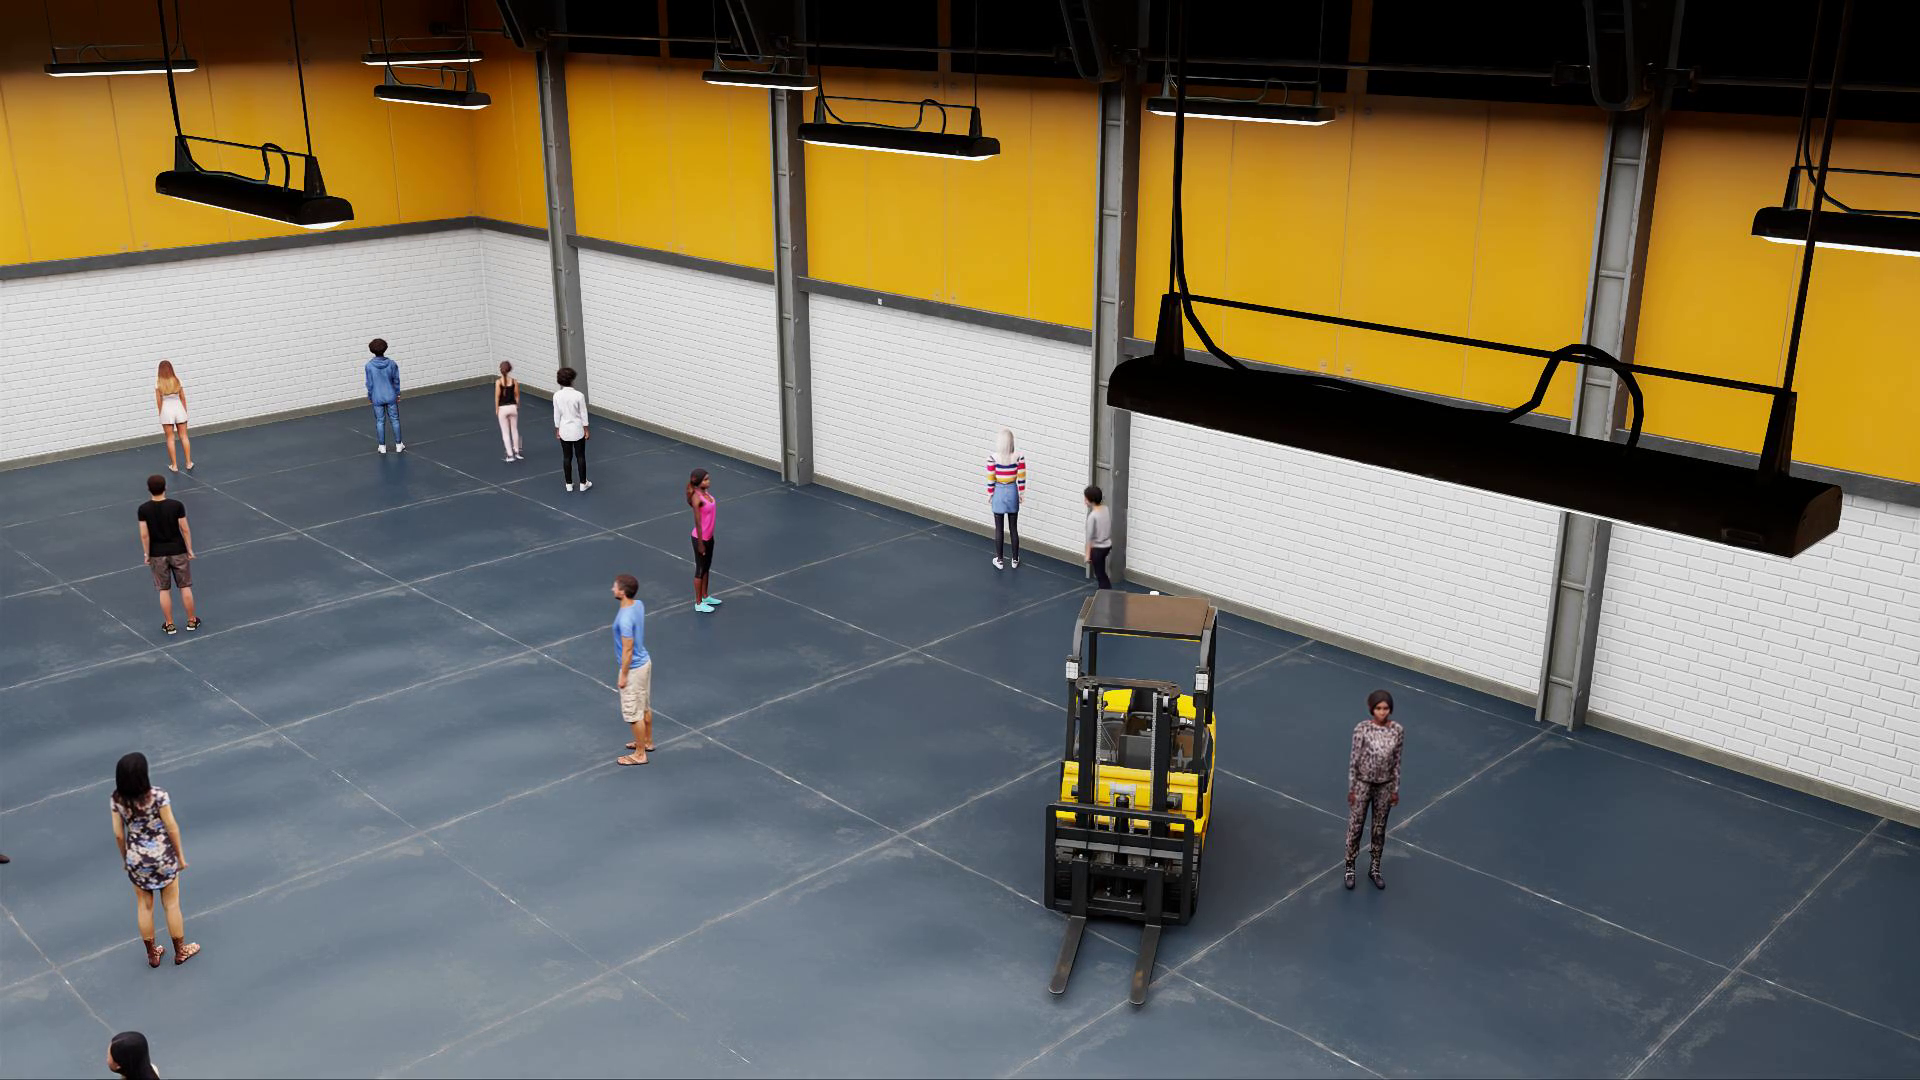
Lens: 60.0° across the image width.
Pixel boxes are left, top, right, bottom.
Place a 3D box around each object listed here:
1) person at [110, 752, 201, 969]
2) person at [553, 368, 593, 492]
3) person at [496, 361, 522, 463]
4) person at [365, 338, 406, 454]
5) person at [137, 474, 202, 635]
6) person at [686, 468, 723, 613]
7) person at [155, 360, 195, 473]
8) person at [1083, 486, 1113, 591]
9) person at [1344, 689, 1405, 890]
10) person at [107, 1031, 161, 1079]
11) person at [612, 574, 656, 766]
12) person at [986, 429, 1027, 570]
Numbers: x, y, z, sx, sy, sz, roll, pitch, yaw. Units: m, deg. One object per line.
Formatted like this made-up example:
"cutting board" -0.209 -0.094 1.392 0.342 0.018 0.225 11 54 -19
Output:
"person" -6.050 2.384 12.430 0.676 1.733 0.718 -2 19 -5
"person" -5.646 -1.611 24.178 0.701 1.806 0.763 0 19 0
"person" -6.977 -2.002 25.712 0.626 1.568 0.777 -15 24 -37
"person" -9.054 -2.274 26.142 0.759 1.810 0.729 -6 20 -18
"person" -8.992 0.149 18.864 0.757 1.861 0.724 -8 20 -23
"person" -3.029 -0.019 19.580 0.698 1.724 0.662 4 19 12
"person" -11.920 -1.894 25.190 0.615 1.697 0.618 -11 22 -30
"person" 1.680 0.111 19.499 0.649 1.529 0.655 14 23 36
"person" 3.364 2.020 13.542 0.681 1.713 0.744 1 19 2
"person" -4.458 3.468 9.145 0.862 1.775 0.789 -3 19 -8
"person" -3.086 1.200 15.743 0.780 1.863 0.741 2 19 5
"person" 0.576 -0.533 20.973 0.717 1.808 0.747 -2 19 -5
